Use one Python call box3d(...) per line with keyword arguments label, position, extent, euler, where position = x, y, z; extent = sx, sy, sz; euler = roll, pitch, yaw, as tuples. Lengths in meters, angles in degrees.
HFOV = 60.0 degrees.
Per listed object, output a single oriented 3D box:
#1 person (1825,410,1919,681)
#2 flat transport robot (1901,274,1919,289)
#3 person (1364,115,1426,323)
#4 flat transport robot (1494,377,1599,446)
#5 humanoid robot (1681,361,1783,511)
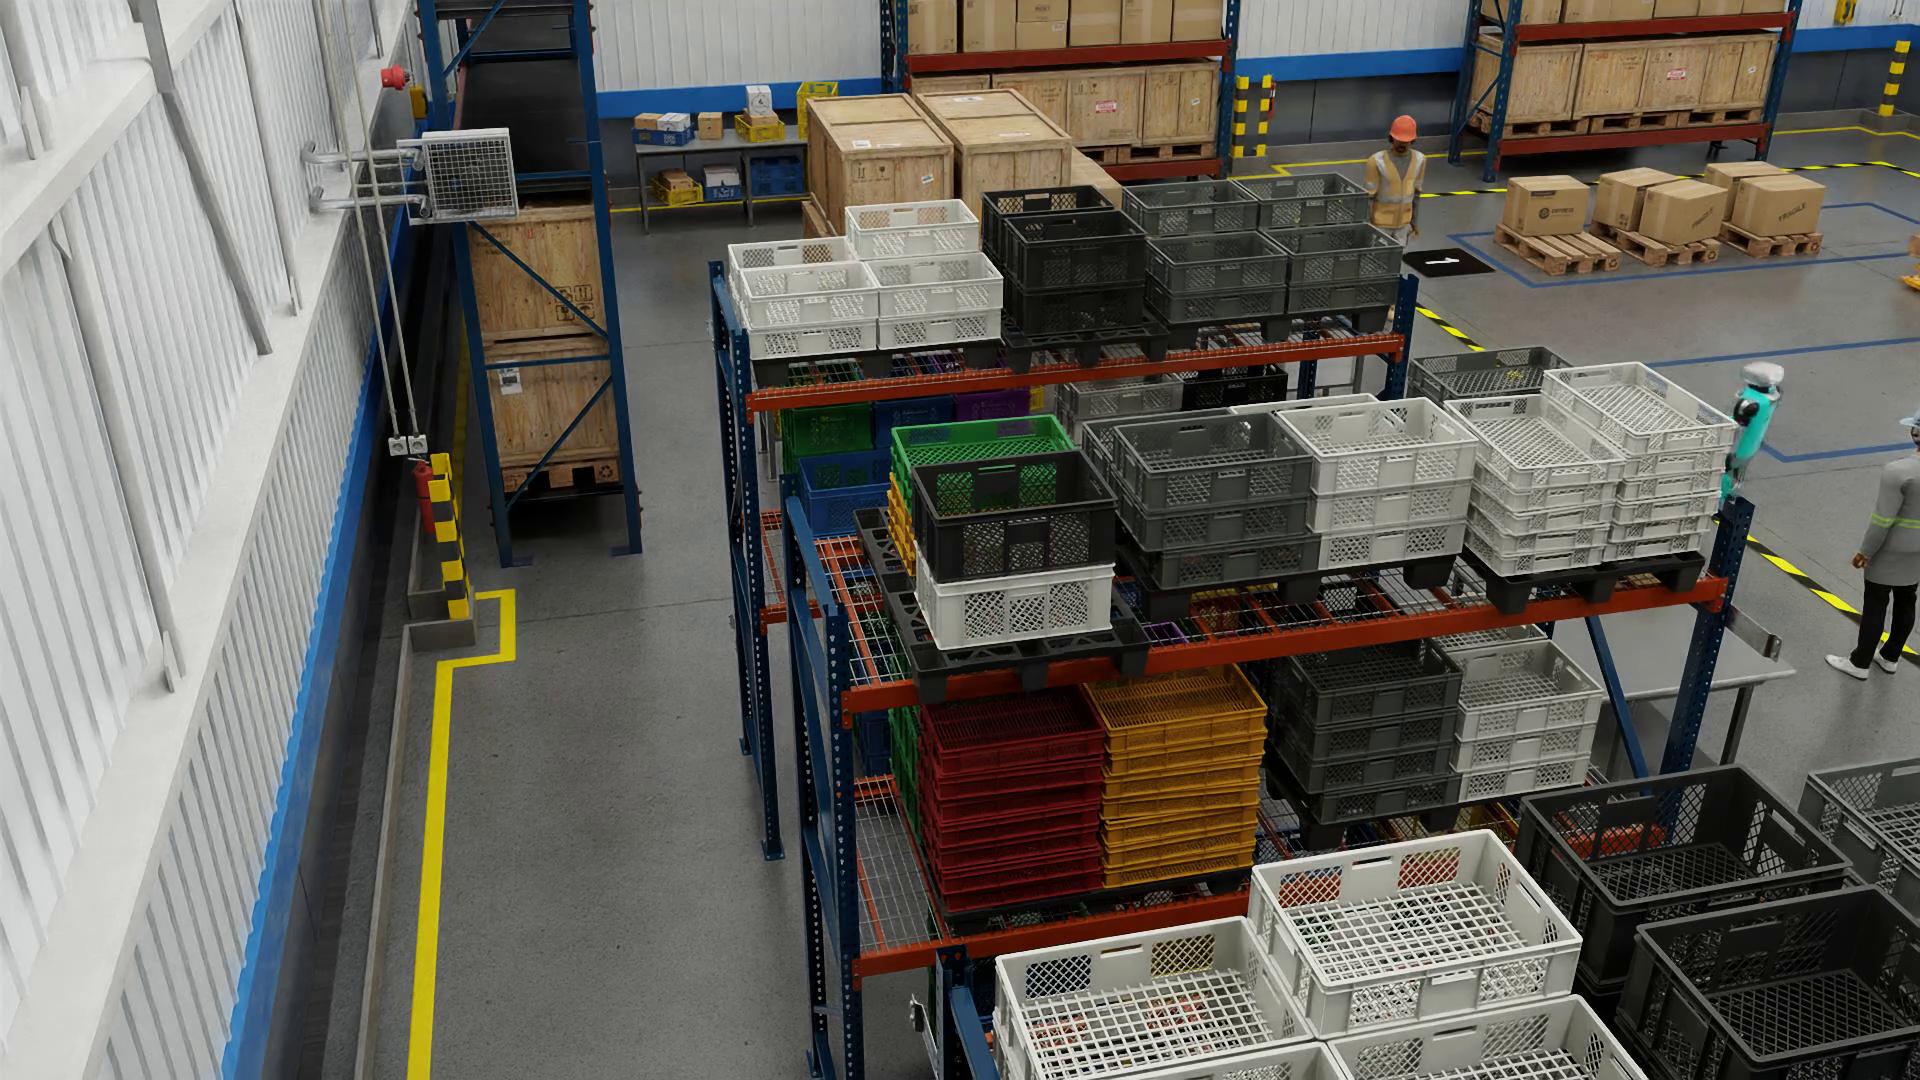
box3d(label="person", position=(5.823, 0.014, 10.325), extent=(0.587, 1.850, 0.388), euler=(-8, 29, -14))
box3d(label="flat transport robot", position=(10.555, -2.698, 17.135), extent=(1.431, 0.197, 0.652), euler=(-6, 28, -12))
box3d(label="person", position=(4.141, -3.056, 15.946), extent=(0.613, 2.039, 0.384), euler=(-7, 29, -13))
box3d(label="flat transport robot", position=(4.780, -1.036, 14.013), extent=(0.659, 0.231, 1.431), euler=(-6, 28, -12))
box3d(label="humanoid robot", position=(4.992, -0.432, 11.287), extent=(0.787, 1.775, 0.578), euler=(23, 35, 36))
